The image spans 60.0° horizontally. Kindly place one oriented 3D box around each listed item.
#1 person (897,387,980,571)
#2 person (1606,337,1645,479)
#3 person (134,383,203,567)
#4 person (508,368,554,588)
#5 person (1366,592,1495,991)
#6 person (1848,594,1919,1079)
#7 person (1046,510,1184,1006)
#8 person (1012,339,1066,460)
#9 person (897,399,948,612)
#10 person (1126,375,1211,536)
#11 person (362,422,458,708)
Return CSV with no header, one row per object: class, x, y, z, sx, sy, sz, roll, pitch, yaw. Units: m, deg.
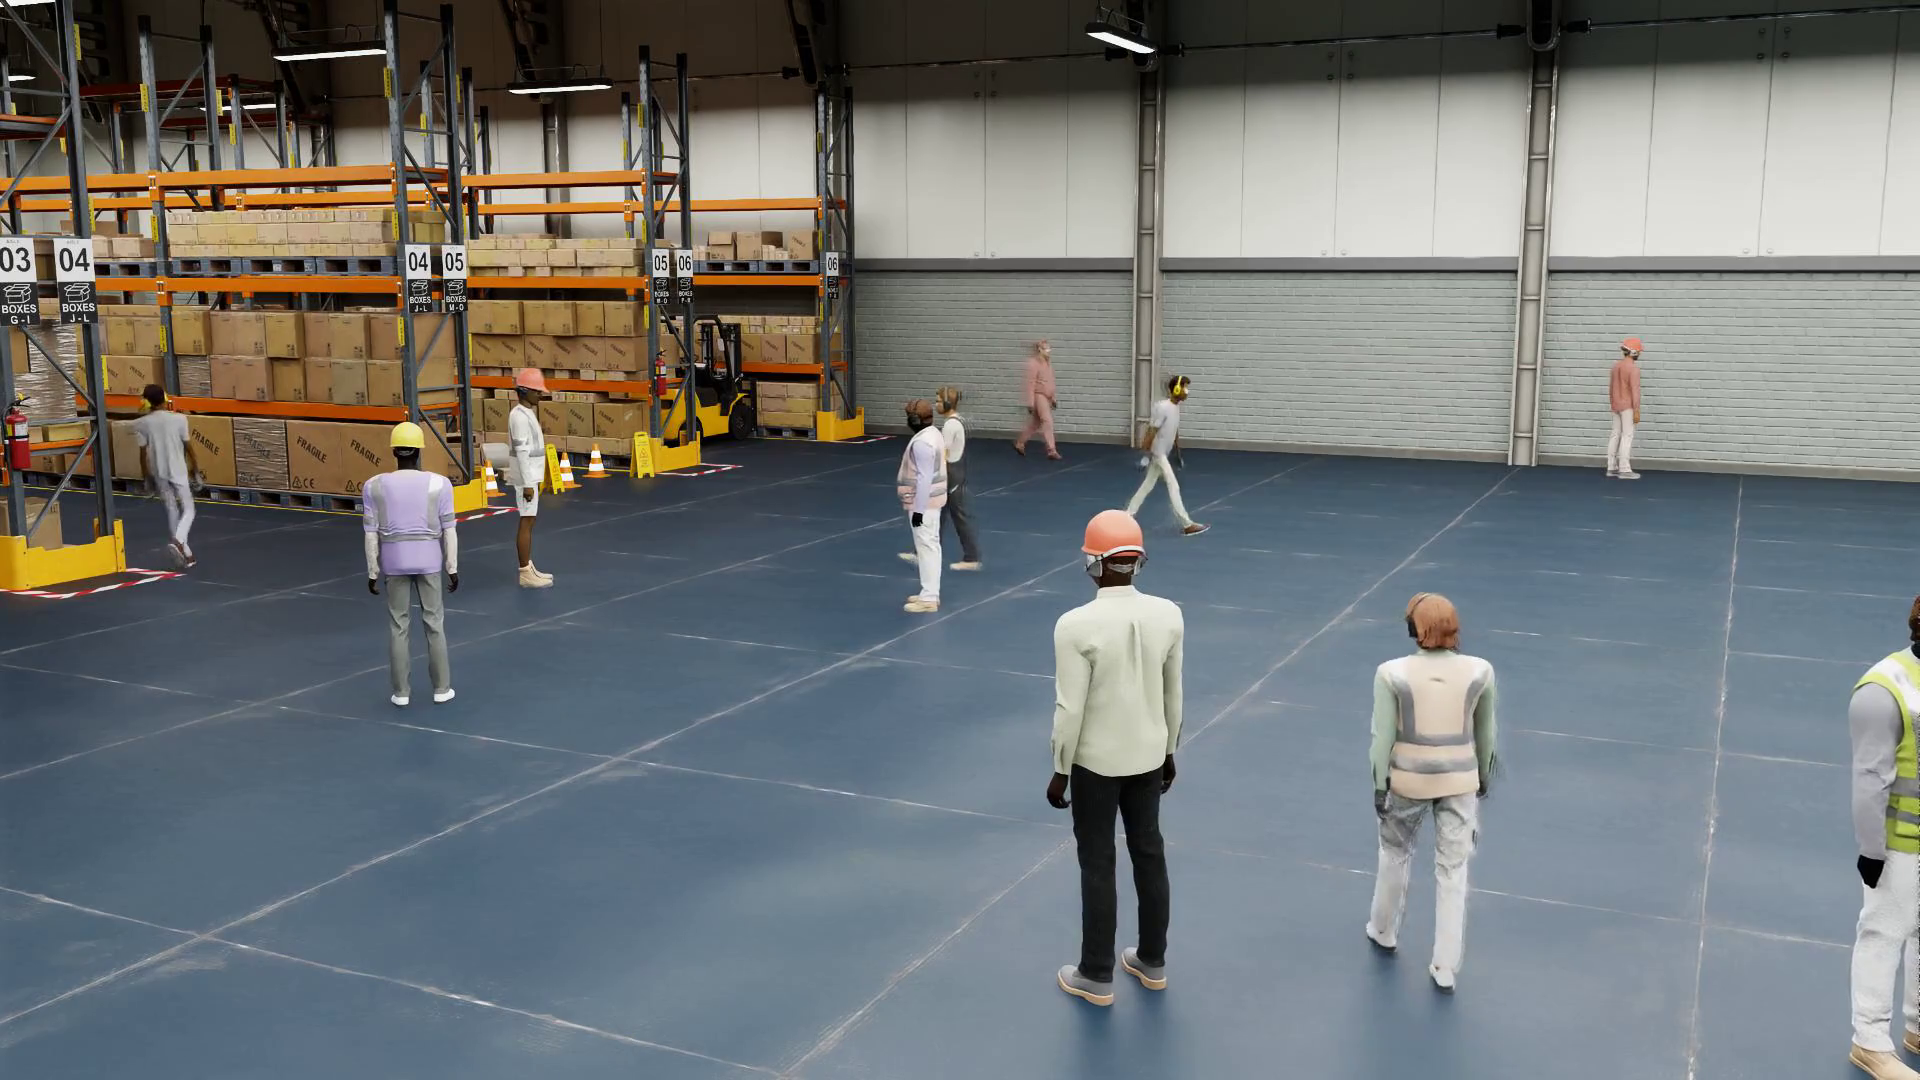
person,-0.191,-0.588,16.254,0.833,1.805,0.518,0,9,2
person,9.416,-1.863,23.481,0.401,1.989,0.623,-2,9,-11
person,-7.762,-0.620,16.307,0.572,1.842,0.608,-2,9,-10
person,-3.988,-0.576,15.454,0.380,2.039,0.607,-2,9,-11
person,1.969,1.018,6.995,0.536,1.613,0.723,1,9,5
person,3.498,1.067,6.022,0.629,1.838,0.429,-3,10,-19
person,0.618,0.868,6.727,0.621,1.992,0.397,-5,11,-29
person,1.224,-2.191,25.897,0.933,1.874,0.651,5,10,26
person,-0.328,-0.299,14.364,0.430,1.840,0.625,1,9,8
person,2.260,-0.930,18.419,1.057,1.785,0.514,3,10,17
person,-3.699,0.168,11.233,0.594,1.924,0.379,-3,10,-17
